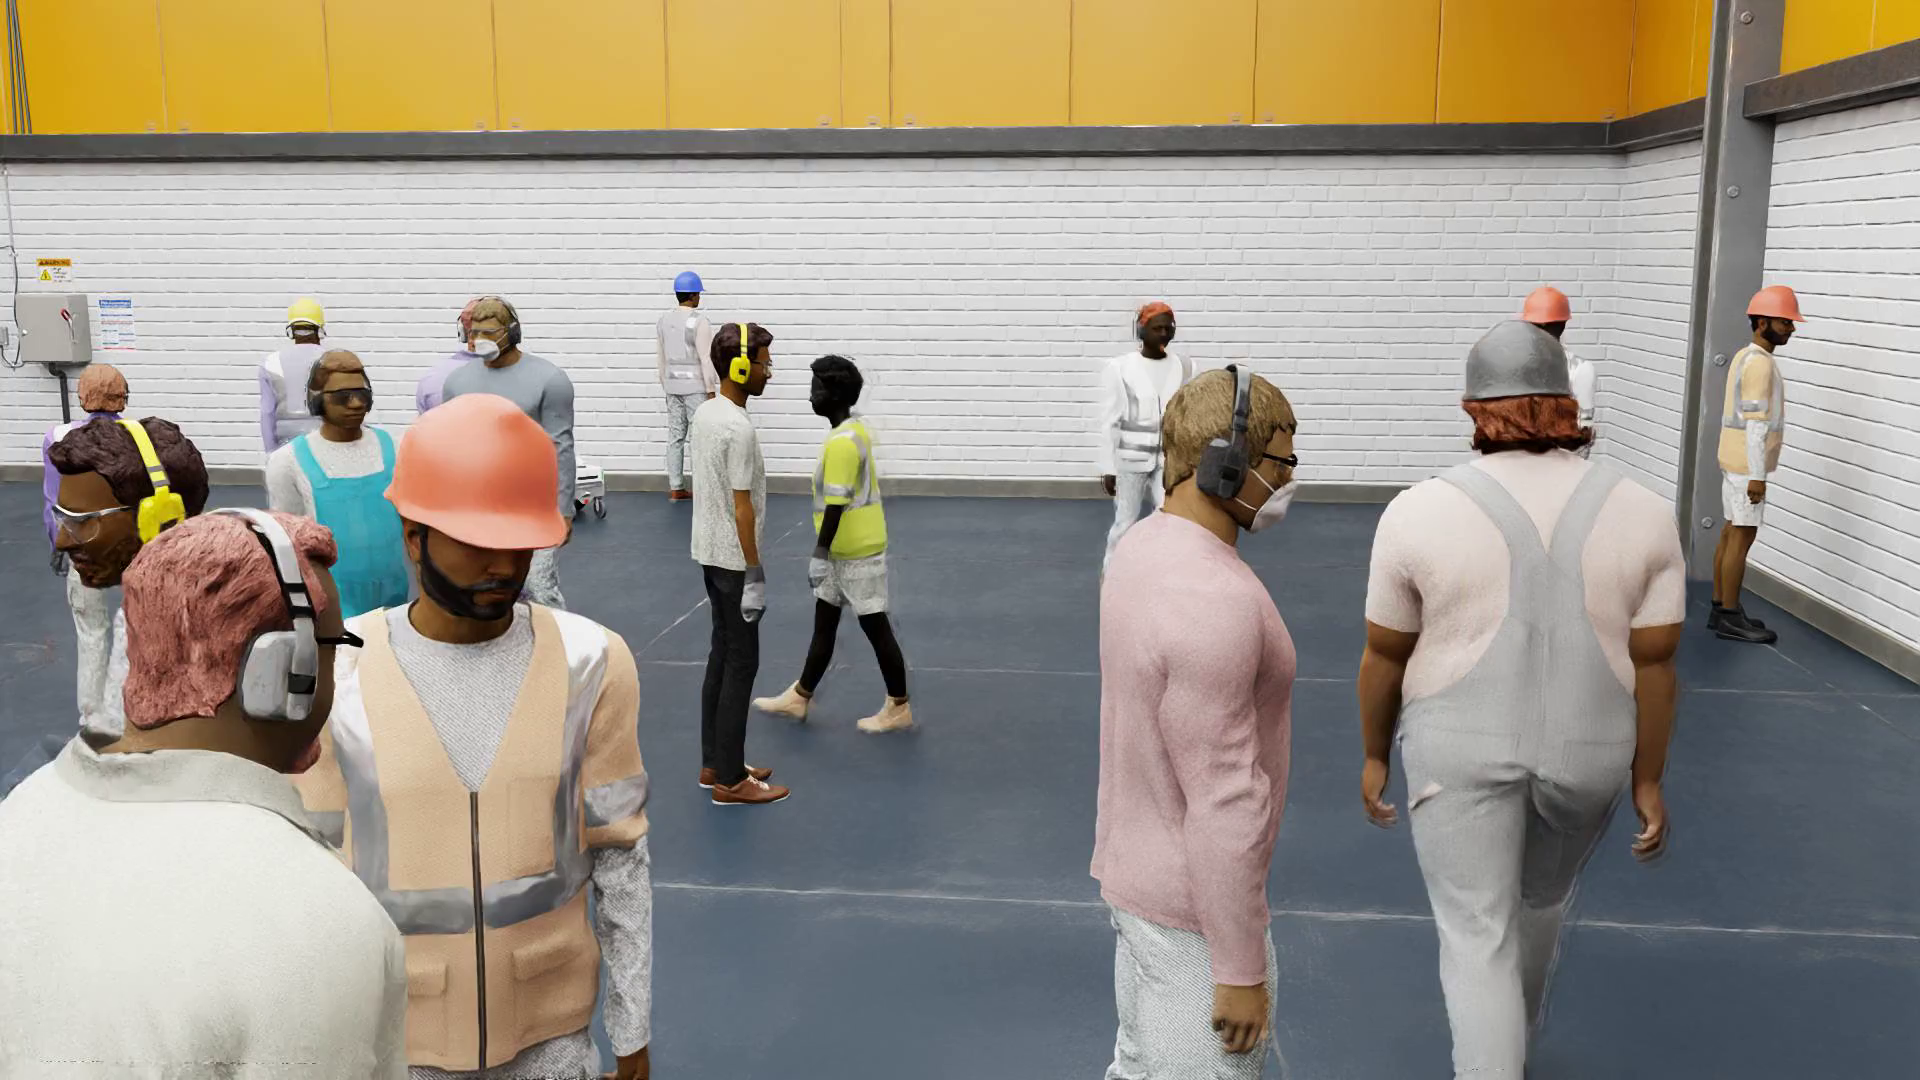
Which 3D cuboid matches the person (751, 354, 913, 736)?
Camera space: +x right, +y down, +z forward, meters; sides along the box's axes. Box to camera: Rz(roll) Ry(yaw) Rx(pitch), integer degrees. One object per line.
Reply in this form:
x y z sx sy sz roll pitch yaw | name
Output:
-0.582 0.035 7.230 0.803 1.662 0.553 0 10 -3 | person

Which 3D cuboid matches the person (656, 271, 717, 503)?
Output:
-2.262 -1.262 13.896 0.604 1.949 0.389 7 12 35 | person

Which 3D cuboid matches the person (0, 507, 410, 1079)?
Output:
-0.798 0.886 1.880 0.672 1.844 0.990 6 11 30 | person

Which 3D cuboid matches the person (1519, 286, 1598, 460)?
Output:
3.017 -0.351 8.713 0.353 1.939 0.544 -9 14 -43 | person

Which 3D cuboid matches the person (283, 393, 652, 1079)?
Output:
-0.732 0.736 2.539 0.560 1.924 0.392 -4 11 -24 | person

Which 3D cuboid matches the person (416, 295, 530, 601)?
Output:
-2.210 -0.196 7.906 0.642 1.913 0.409 0 10 -2 | person

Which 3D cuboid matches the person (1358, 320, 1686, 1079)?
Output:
1.276 0.443 3.878 0.681 2.000 1.043 0 10 2 | person

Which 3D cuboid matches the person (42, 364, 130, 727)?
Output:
-3.753 0.036 7.382 0.525 1.631 0.320 -6 12 -33 | person

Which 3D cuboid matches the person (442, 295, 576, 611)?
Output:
-2.049 -0.144 7.578 0.636 1.928 0.380 2 10 10 | person

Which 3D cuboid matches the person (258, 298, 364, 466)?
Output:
-4.015 -0.582 10.347 0.600 1.827 0.404 -3 10 -16 | person

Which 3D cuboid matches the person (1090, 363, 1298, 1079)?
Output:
0.423 0.654 2.978 0.372 1.934 0.627 -1 10 -7 | person

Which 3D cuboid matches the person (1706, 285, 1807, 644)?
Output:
4.345 -0.414 9.087 0.376 1.934 0.547 3 10 18 | person

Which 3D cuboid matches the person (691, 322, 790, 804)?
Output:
-0.853 0.097 6.400 0.341 1.857 0.524 -5 11 -25 | person

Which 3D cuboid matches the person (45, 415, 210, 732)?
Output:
-1.314 0.712 2.865 0.512 1.861 0.325 9 13 42 | person

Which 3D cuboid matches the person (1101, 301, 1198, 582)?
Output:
1.075 -0.469 9.687 0.584 1.846 0.967 -2 10 -13 | person

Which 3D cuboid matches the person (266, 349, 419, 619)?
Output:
-2.135 0.225 5.854 0.513 1.802 0.995 -9 14 -43 | person
